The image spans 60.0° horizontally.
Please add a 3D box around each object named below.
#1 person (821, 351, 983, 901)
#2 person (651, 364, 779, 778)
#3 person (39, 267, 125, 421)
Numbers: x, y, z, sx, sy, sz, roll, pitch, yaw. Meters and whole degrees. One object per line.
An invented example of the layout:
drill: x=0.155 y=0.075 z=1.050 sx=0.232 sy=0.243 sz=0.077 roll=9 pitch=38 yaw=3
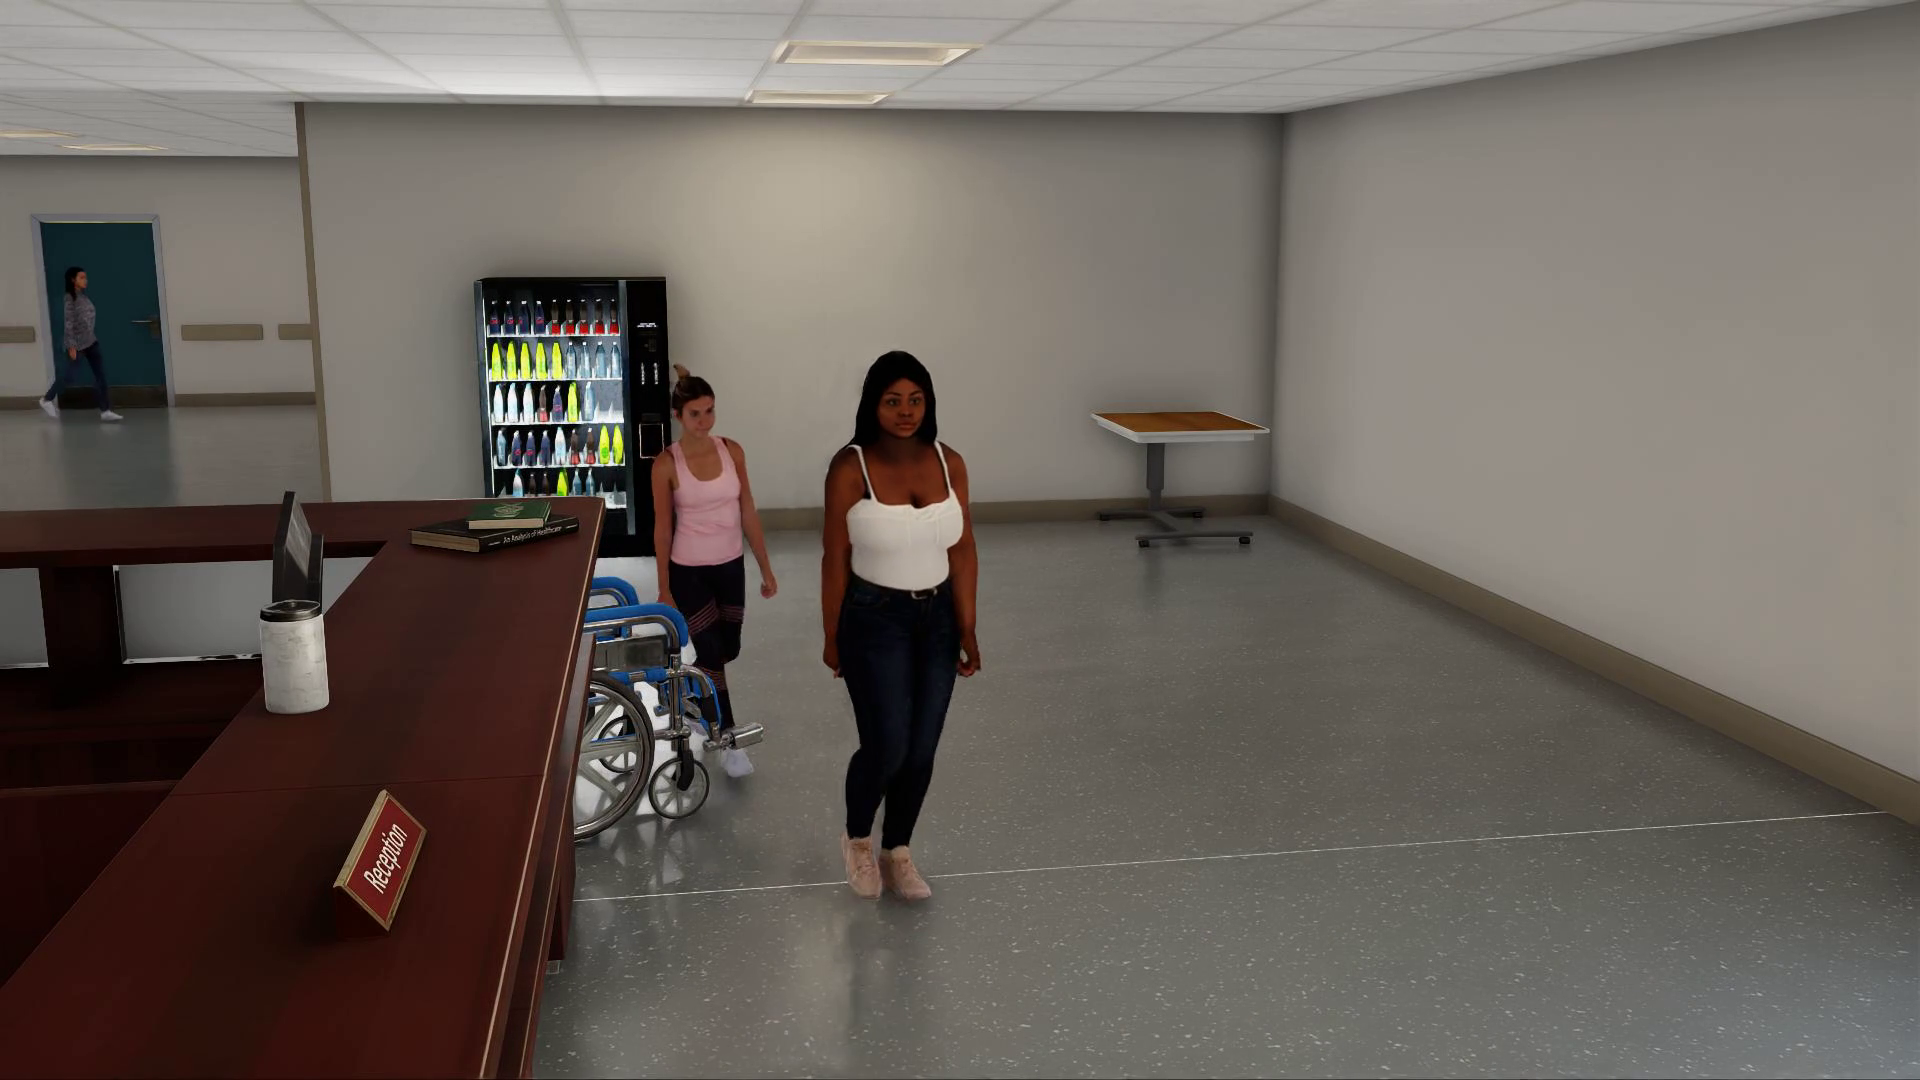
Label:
person: x=-0.237 y=0.288 z=5.401 sx=0.668 sy=1.792 sz=0.774 roll=-5 pitch=12 yaw=-25
person: x=-1.065 y=0.110 z=6.753 sx=1.058 sy=1.637 sz=1.002 roll=-9 pitch=14 yaw=-40
person: x=-9.882 y=-2.160 z=18.539 sx=1.197 sy=1.703 sz=0.837 roll=1 pitch=11 yaw=6
